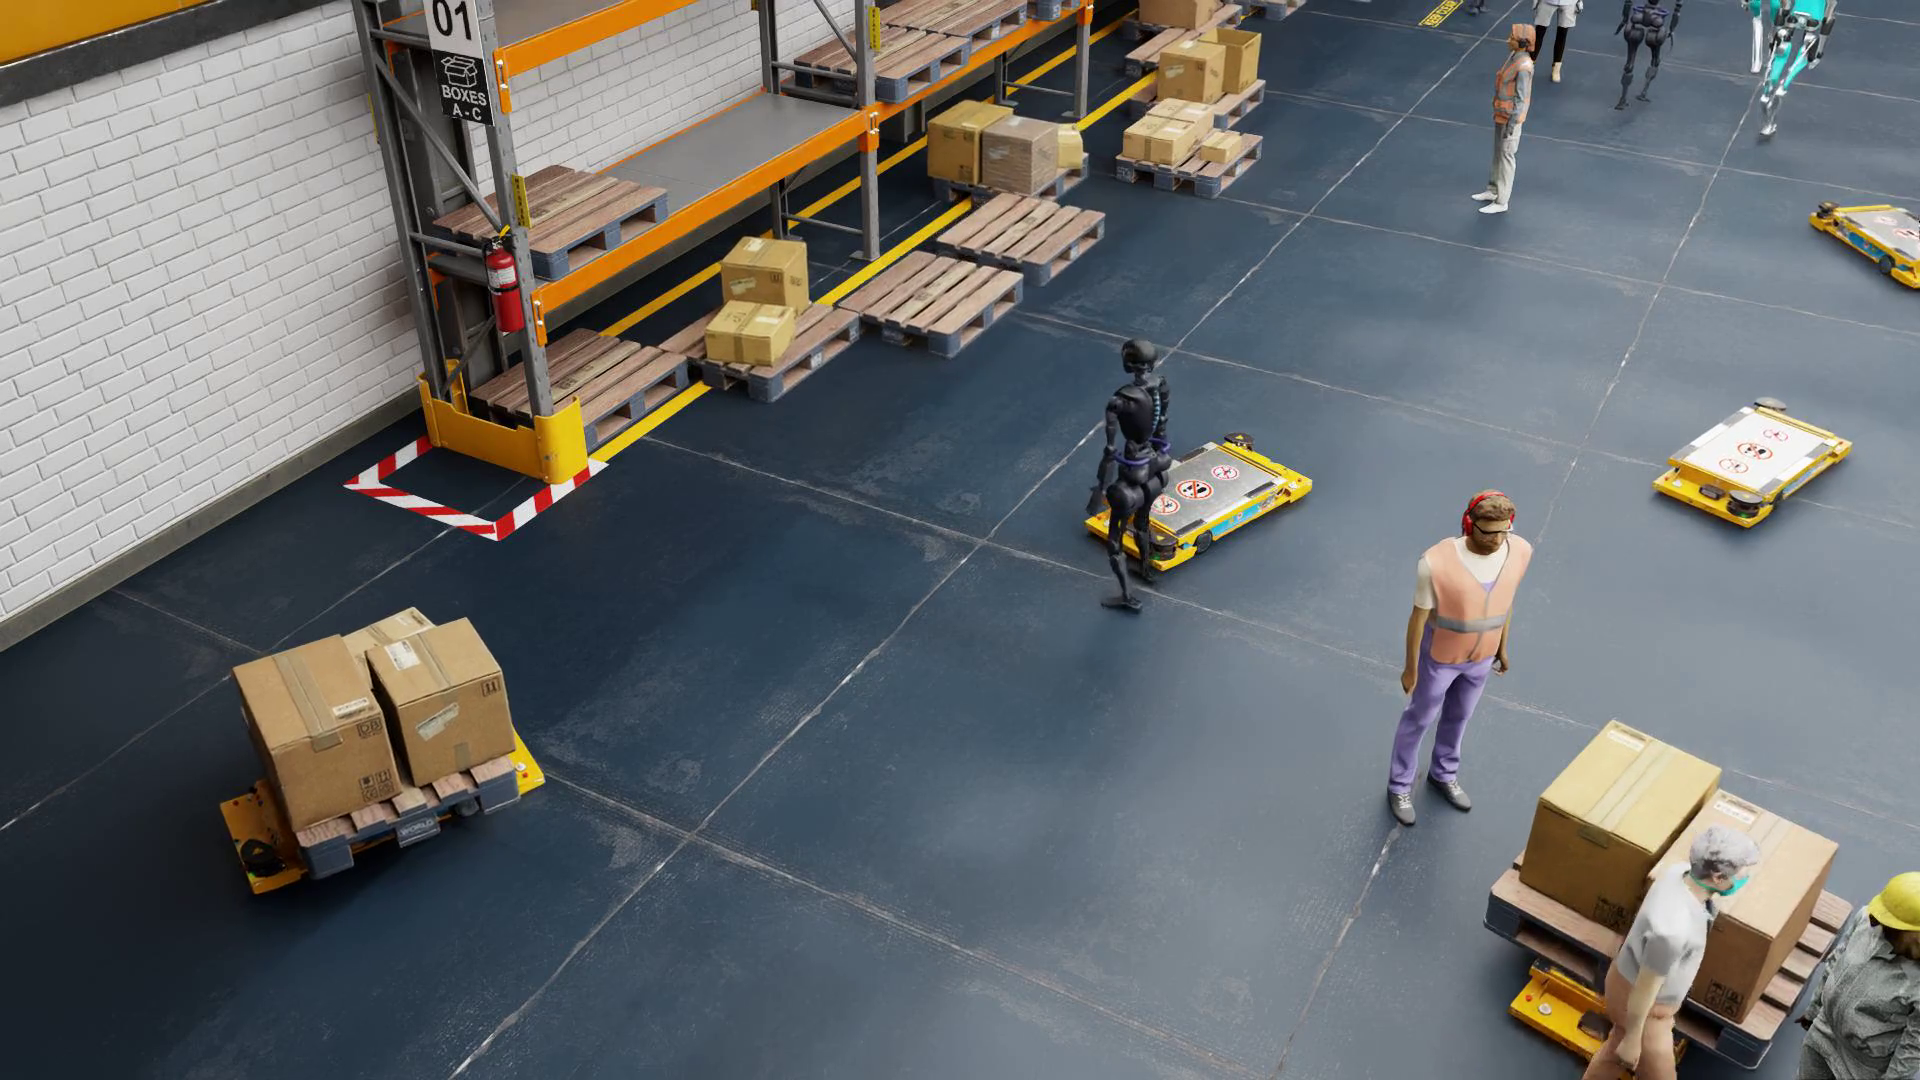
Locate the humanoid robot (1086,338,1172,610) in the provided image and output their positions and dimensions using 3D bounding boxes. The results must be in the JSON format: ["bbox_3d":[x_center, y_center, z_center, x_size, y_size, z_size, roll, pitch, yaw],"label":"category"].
[{"bbox_3d":[0.983,-0.374,9.436,0.345,1.651,0.590,28,43,35],"label":"humanoid robot"}]

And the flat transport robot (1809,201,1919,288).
[{"bbox_3d":[7.838,-2.488,13.912,0.659,0.231,1.431,-6,34,-8],"label":"flat transport robot"}]

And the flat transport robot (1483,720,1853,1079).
[{"bbox_3d":[3.090,1.820,7.394,0.659,0.231,1.431,27,42,35],"label":"flat transport robot"}]

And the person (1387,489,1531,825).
[{"bbox_3d":[2.352,0.534,7.911,0.568,1.842,0.373,-10,35,-15],"label":"person"}]

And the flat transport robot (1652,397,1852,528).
[{"bbox_3d":[5.232,-0.523,10.939,1.431,0.231,0.659,-26,42,-34],"label":"flat transport robot"}]

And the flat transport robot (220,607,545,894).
[{"bbox_3d":[-2.872,1.234,8.281,1.431,0.231,0.659,-20,38,-27],"label":"flat transport robot"}]

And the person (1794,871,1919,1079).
[{"bbox_3d":[3.222,1.847,6.016,0.299,1.743,0.485,-5,34,-8],"label":"person"}]

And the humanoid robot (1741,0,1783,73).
[{"bbox_3d":[8.532,-5.752,17.595,0.623,1.848,0.832,18,38,25],"label":"humanoid robot"}]

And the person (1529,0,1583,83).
[{"bbox_3d":[6.259,-5.647,17.393,0.539,1.697,0.317,9,34,13],"label":"person"}]

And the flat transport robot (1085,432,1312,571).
[{"bbox_3d":[1.528,-0.259,10.540,1.431,0.231,0.659,-26,41,-34],"label":"flat transport robot"}]

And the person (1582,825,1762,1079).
[{"bbox_3d":[2.591,1.722,6.227,0.392,1.715,0.512,18,37,25],"label":"person"}]

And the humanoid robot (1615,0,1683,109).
[{"bbox_3d":[6.911,-5.184,16.721,0.600,1.646,0.478,22,39,29],"label":"humanoid robot"}]

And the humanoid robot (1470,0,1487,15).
[{"bbox_3d":[6.278,-6.993,19.458,0.589,1.646,0.438,-2,34,-3],"label":"humanoid robot"}]

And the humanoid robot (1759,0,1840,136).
[{"bbox_3d":[7.919,-4.665,15.872,0.920,1.754,0.539,-28,43,-35],"label":"humanoid robot"}]

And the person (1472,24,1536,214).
[{"bbox_3d":[4.758,-3.658,14.437,0.304,1.640,0.520,2,34,4],"label":"person"}]
